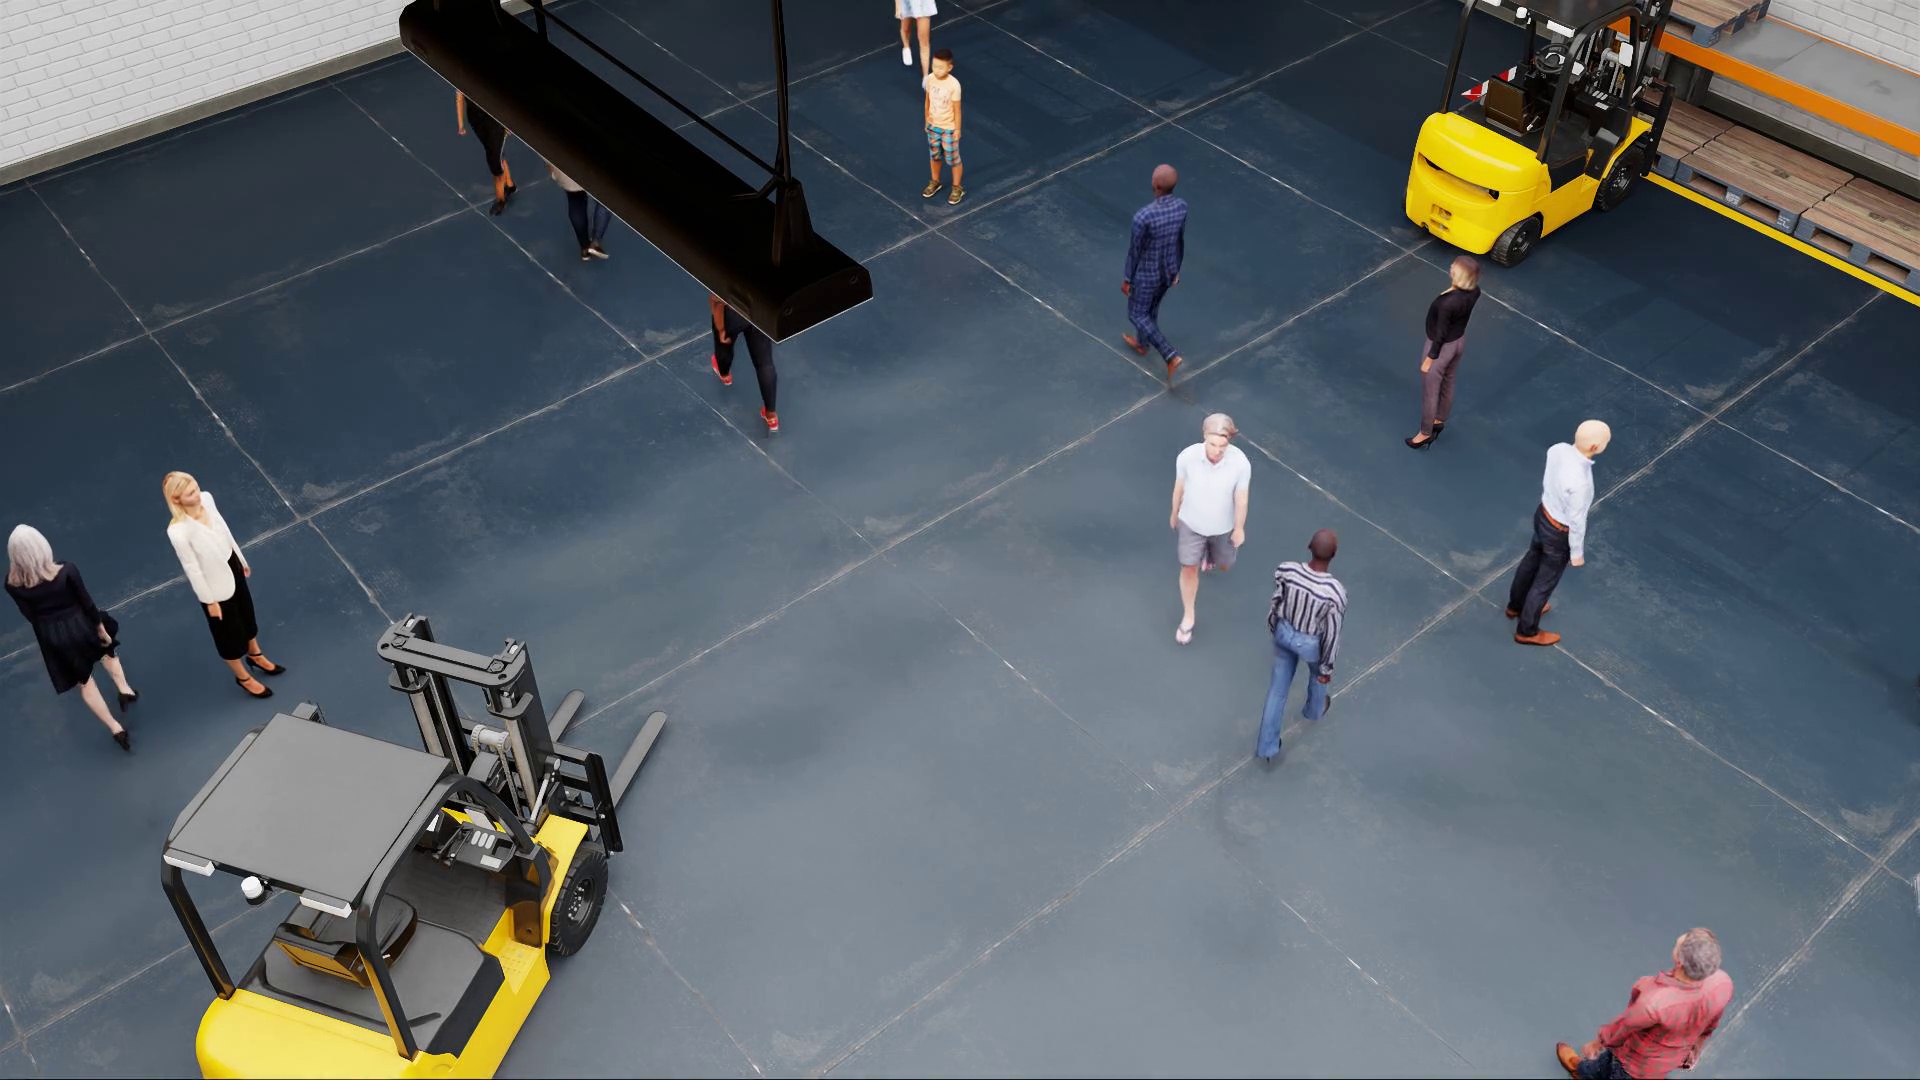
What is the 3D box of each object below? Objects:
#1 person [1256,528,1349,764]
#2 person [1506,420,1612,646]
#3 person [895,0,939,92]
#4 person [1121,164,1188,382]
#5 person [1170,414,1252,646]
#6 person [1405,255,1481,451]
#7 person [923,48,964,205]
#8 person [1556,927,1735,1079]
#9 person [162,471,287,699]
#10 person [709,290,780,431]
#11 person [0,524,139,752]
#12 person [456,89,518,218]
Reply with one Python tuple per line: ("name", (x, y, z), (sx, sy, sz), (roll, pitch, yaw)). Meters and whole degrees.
("person", (2.012, 0.710, 10.029), (0.990, 1.766, 0.901), (25, 49, 24))
("person", (3.868, -0.065, 10.826), (0.809, 1.788, 0.728), (-1, 44, -1))
("person", (-0.490, -5.395, 16.500), (0.973, 1.680, 1.225), (-7, 44, -7))
("person", (1.547, -2.056, 12.908), (0.678, 1.800, 1.006), (-26, 49, -25))
("person", (1.641, -0.181, 10.933), (1.095, 1.808, 1.096), (10, 44, 10))
("person", (3.582, -1.378, 12.289), (0.549, 1.671, 0.616), (35, 53, 31))
("person", (-0.144, -3.730, 14.914), (0.511, 1.456, 0.636), (21, 47, 21))
("person", (3.386, 2.563, 8.070), (1.006, 1.786, 1.304), (-12, 45, -13))
("person", (-4.628, 0.276, 10.417), (0.733, 1.860, 0.667), (2, 44, 3))
("person", (-1.591, -1.623, 12.482), (0.902, 1.760, 1.295), (-17, 46, -17))
("person", (-5.391, 0.653, 10.114), (0.687, 1.731, 0.832), (-18, 47, -18))
("person", (-4.170, -3.783, 14.825), (0.824, 1.656, 0.850), (16, 46, 16))
